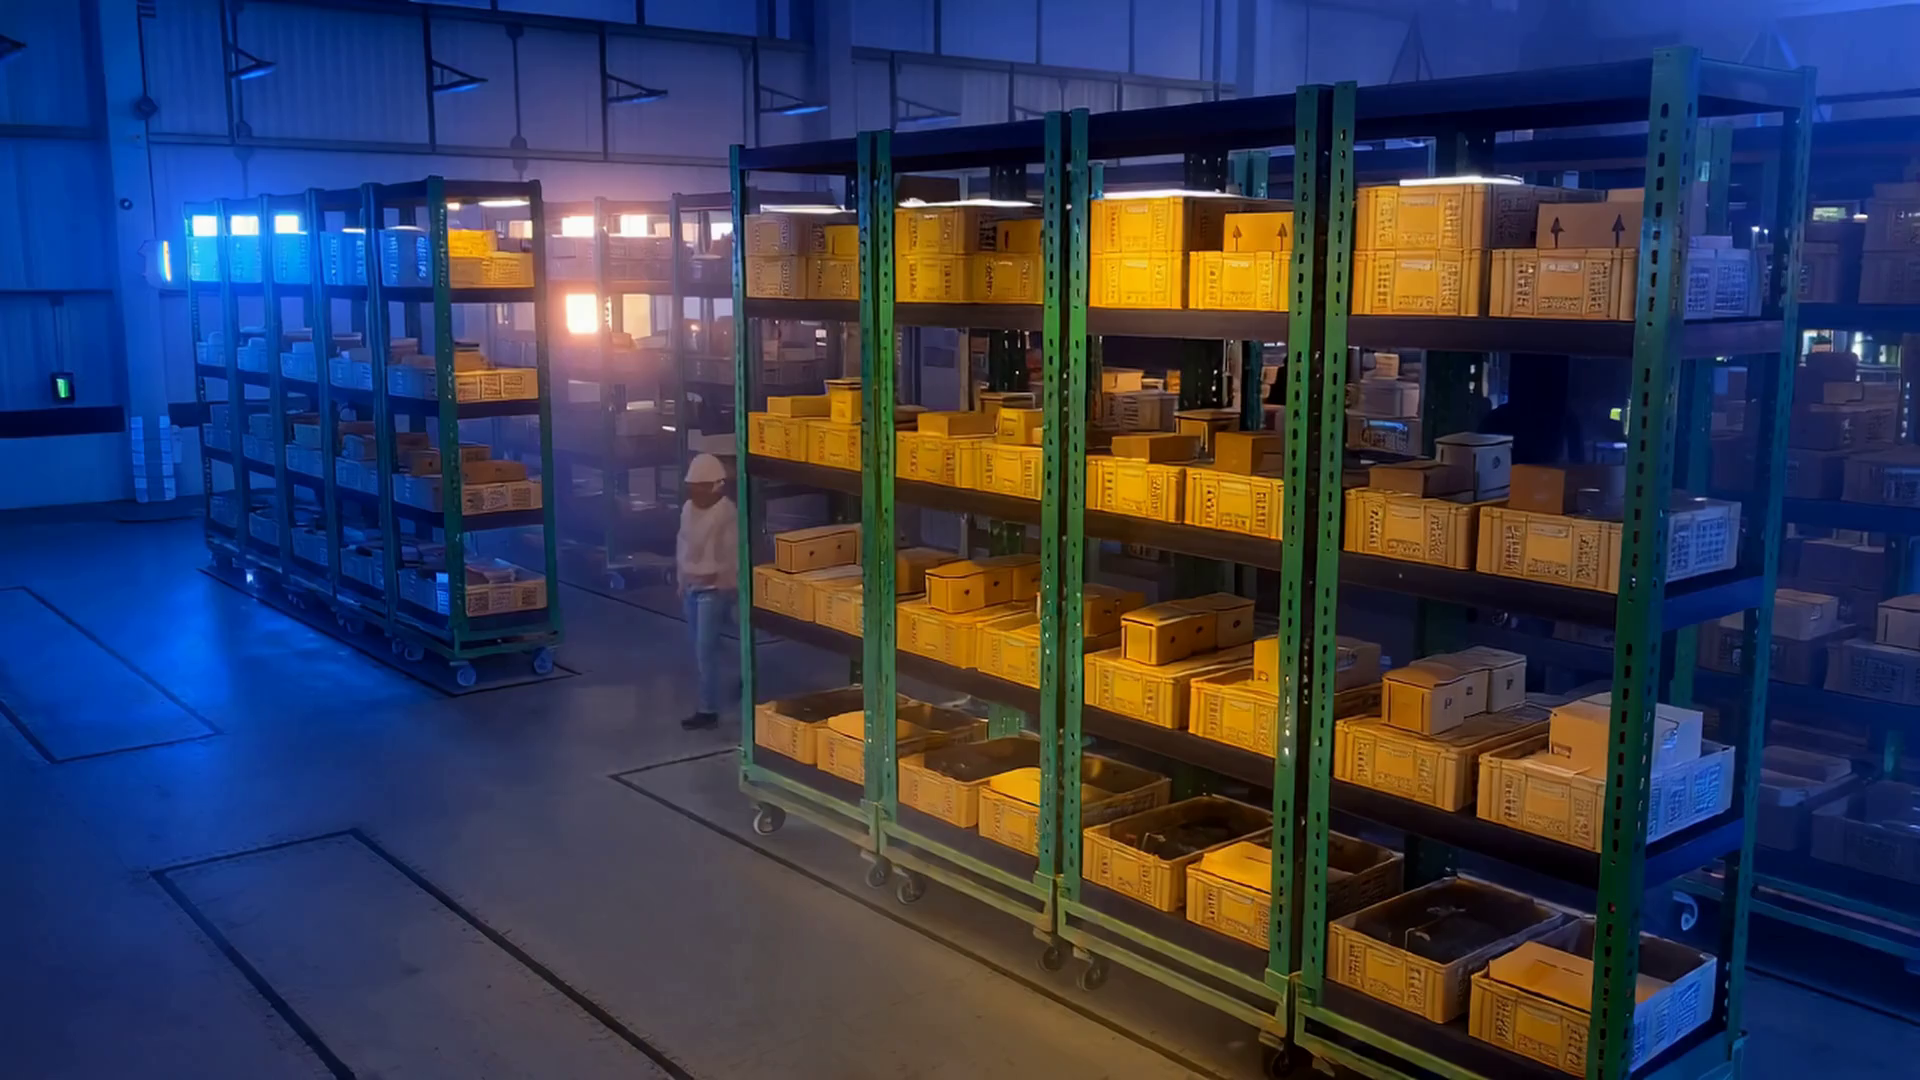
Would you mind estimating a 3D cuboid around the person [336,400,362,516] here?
[{"bbox_3d":[-6.171,-0.678,16.827,0.391,1.836,0.561,-3,10,-16],"label":"person"}]

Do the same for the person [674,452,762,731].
[{"bbox_3d":[-1.585,0.309,10.932,0.667,1.810,0.598,-9,13,-42],"label":"person"}]
